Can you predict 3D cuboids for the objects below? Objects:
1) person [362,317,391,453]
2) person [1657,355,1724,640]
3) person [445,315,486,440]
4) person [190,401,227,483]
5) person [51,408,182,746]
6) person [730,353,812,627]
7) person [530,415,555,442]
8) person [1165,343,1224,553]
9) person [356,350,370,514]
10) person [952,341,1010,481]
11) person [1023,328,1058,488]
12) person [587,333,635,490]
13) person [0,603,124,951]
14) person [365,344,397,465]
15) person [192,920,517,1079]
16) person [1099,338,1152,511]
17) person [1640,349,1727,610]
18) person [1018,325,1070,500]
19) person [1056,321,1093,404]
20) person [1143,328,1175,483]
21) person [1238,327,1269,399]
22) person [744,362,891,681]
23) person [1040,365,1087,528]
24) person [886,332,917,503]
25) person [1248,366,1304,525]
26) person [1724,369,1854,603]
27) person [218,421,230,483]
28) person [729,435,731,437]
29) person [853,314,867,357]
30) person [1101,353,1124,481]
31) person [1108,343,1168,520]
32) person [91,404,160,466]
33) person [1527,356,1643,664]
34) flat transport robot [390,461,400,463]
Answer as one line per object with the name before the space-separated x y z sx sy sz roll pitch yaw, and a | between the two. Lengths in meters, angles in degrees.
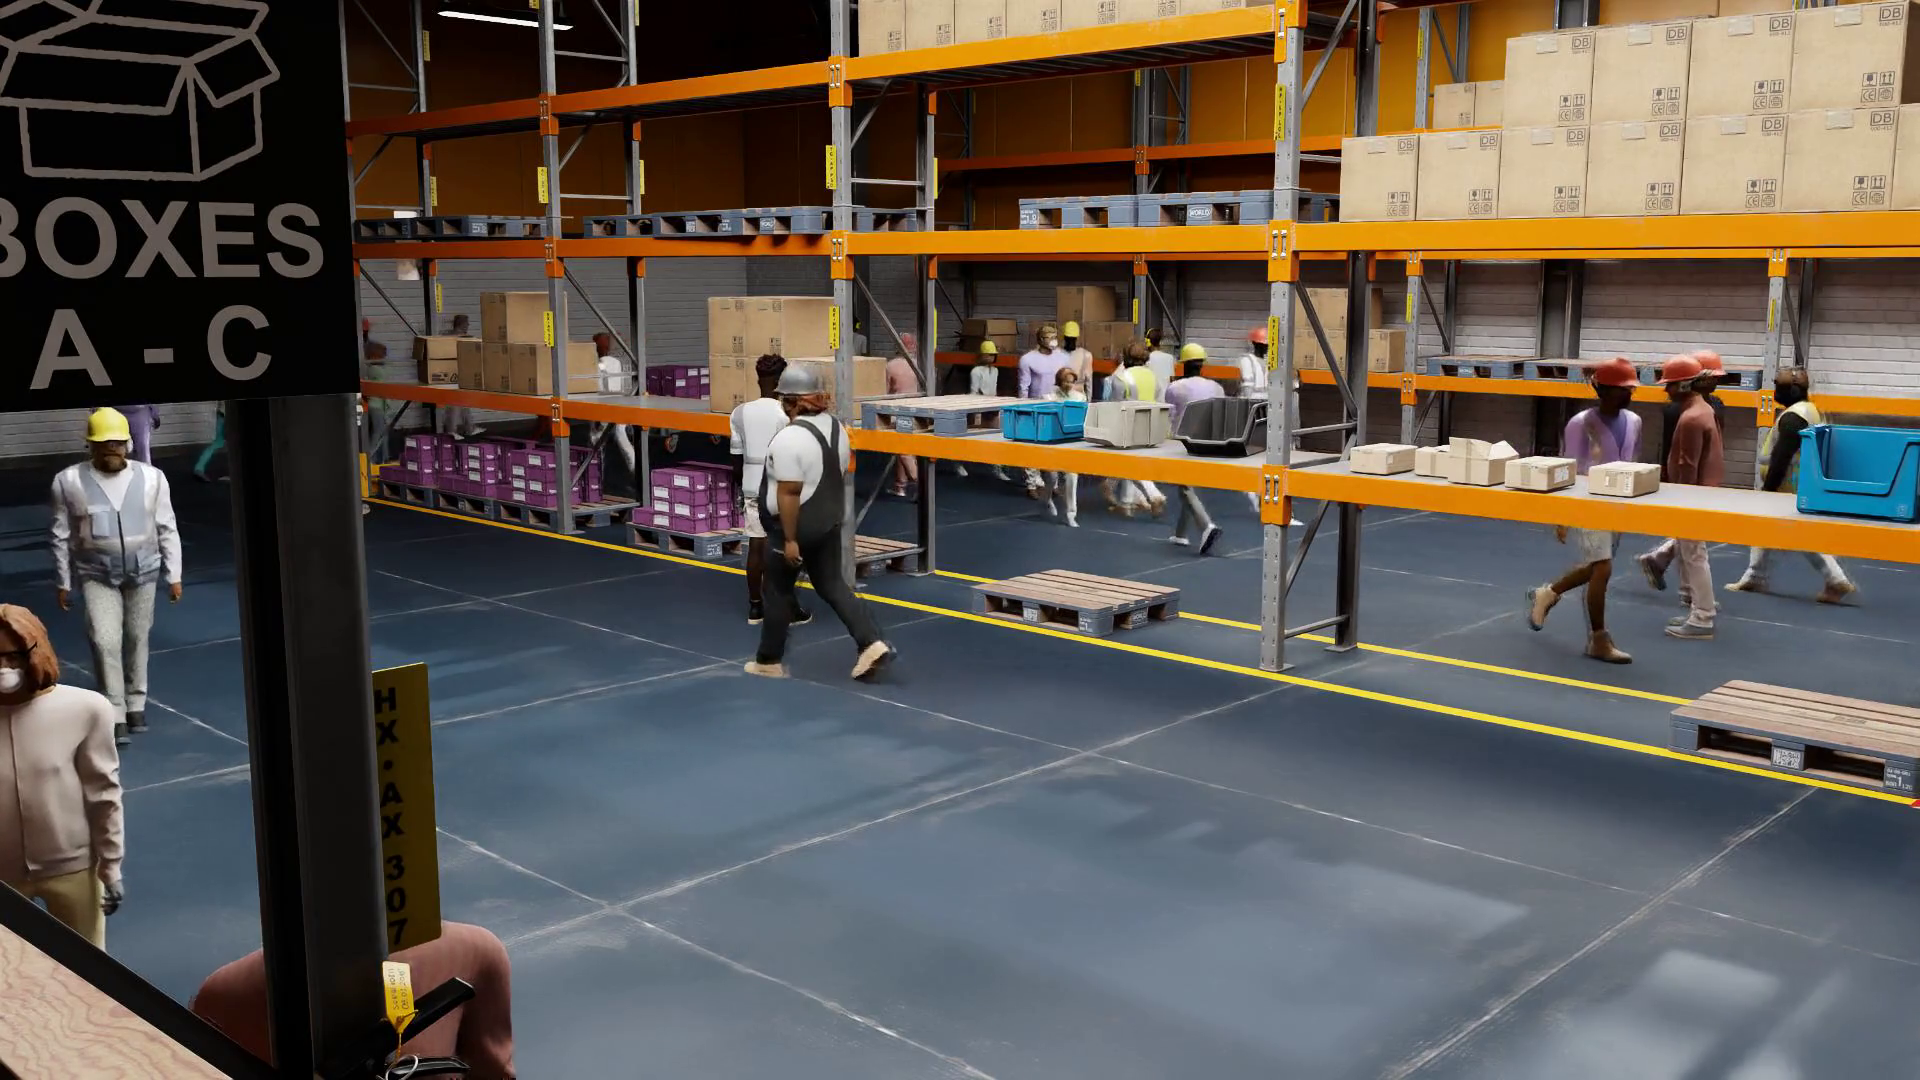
person | -8.175 -2.119 22.888 0.571 1.913 0.433 9 13 42
person | 5.070 -0.299 11.584 0.494 1.967 0.655 5 10 27
person | -7.414 -2.440 24.998 0.661 1.866 0.906 8 12 40
person | -8.816 -1.539 19.952 0.526 1.721 0.881 9 13 43
person | -4.506 0.201 8.968 0.620 1.809 0.732 -7 12 -37
person | -1.343 -0.354 11.921 0.603 1.963 0.368 4 10 21
person | -5.537 -1.946 22.444 0.918 1.708 0.539 4 10 22
person | 2.142 -0.835 15.093 0.643 1.886 0.861 -4 10 -22
person | -6.415 -1.212 17.427 0.356 1.883 0.573 -3 10 -17
person | 0.229 -1.581 20.268 0.832 1.709 0.505 9 13 42
person | 0.933 -1.531 19.394 0.453 1.879 0.666 0 9 0
person | -4.064 -1.479 19.235 1.008 1.834 0.602 5 10 28
person | -2.677 0.976 4.801 0.497 1.624 0.282 -4 10 -25
person | -7.314 -1.678 21.134 0.642 1.605 0.538 -9 13 -43
person | -1.017 1.235 2.856 0.545 1.763 0.379 -5 10 -26
person | 1.822 -1.217 17.609 0.504 1.832 0.645 6 11 31
person | 5.496 -0.469 12.589 0.616 1.970 0.646 -6 11 -31
person | 0.942 -1.415 18.498 0.636 1.939 0.364 -4 10 -24
person | 1.362 -1.784 20.831 0.593 1.912 0.489 0 9 -1
person | 2.316 -1.623 20.055 0.571 1.842 0.856 -5 11 -28
person | 3.473 -1.606 19.841 0.533 1.892 0.994 -7 11 -36
person | -0.899 -0.125 10.277 0.955 2.000 0.684 6 11 34
person | 1.012 -0.957 16.706 0.528 1.615 0.702 -2 9 -11
person | -0.597 -1.352 18.339 0.653 1.870 0.941 -6 11 -35
person | 3.189 -0.954 16.720 0.602 1.614 0.501 6 11 33
person | 6.471 -0.414 12.824 0.887 1.812 0.620 5 11 28
person | -8.668 -1.664 19.847 0.714 1.993 0.636 -5 10 -28
person | -3.257 -2.332 24.921 0.512 1.680 0.543 1 9 7
person | -1.659 -2.552 25.681 0.513 1.871 0.329 3 10 15
person | 1.872 -1.374 19.305 0.545 1.592 0.862 -2 10 -15
person | 1.822 -1.100 16.967 0.622 1.811 0.836 -9 13 -43
person | -9.409 -1.410 18.782 0.722 1.834 1.011 -7 12 -36
person | 4.152 -0.230 11.051 0.619 2.014 0.900 -5 10 -26
flat transport robot | -6.360 -0.889 20.373 0.652 0.197 1.431 8 12 40
